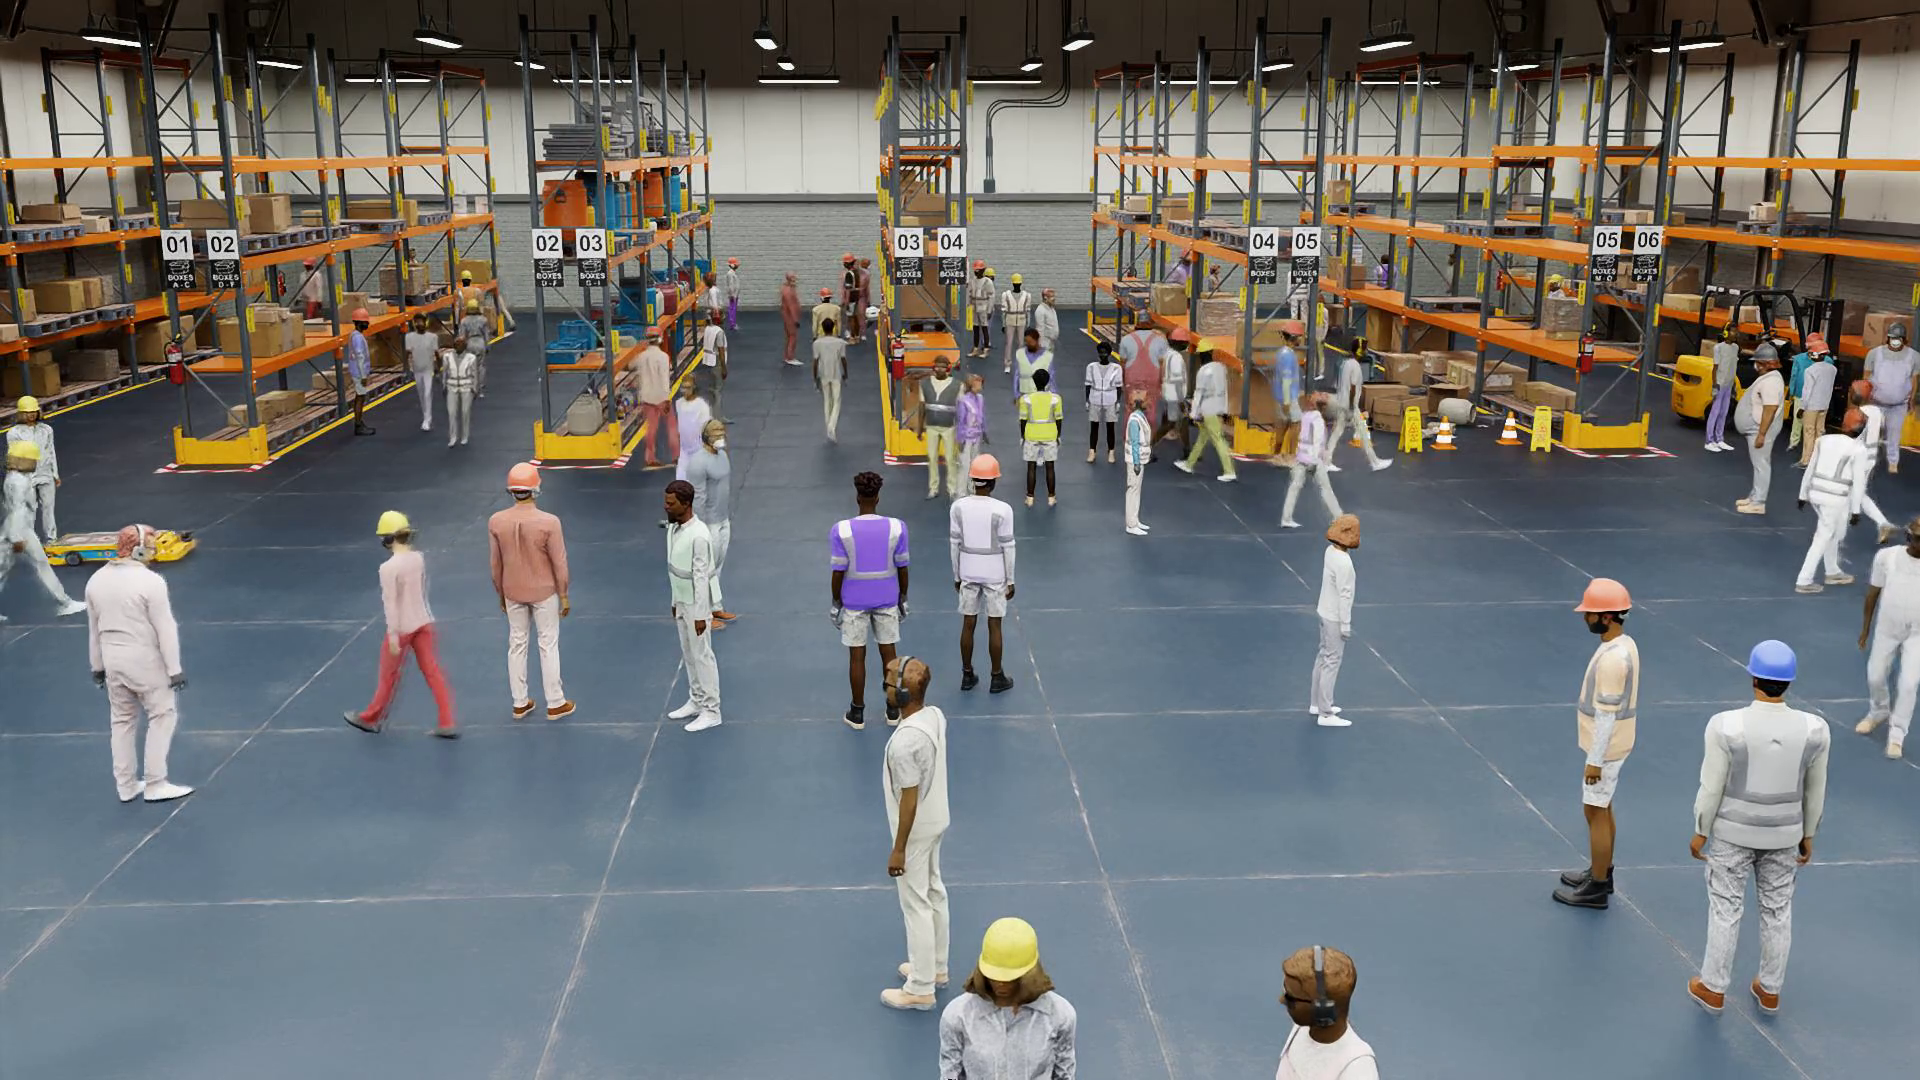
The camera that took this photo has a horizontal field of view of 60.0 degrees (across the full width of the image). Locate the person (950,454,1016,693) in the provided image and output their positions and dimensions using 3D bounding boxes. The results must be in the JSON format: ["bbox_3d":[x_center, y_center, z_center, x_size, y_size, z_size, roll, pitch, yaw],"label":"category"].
[{"bbox_3d":[0.193,0.272,13.337,0.545,1.938,0.359,5,14,20],"label":"person"}]

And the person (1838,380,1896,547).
[{"bbox_3d":[9.804,-0.808,18.061,0.596,1.867,0.669,-8,16,-31],"label":"person"}]

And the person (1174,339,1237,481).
[{"bbox_3d":[3.265,-1.714,21.918,1.032,1.860,0.601,10,17,37],"label":"person"}]

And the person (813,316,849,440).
[{"bbox_3d":[-1.945,-2.426,24.964,0.525,1.849,0.724,2,13,7],"label":"person"}]

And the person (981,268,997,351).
[{"bbox_3d":[0.623,-4.993,36.003,0.301,1.772,0.524,5,14,19],"label":"person"}]

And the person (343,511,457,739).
[{"bbox_3d":[-4.146,0.633,12.280,0.906,1.717,0.546,4,14,18],"label":"person"}]

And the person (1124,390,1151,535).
[{"bbox_3d":[2.014,-0.888,18.879,0.307,1.645,0.513,3,14,11],"label":"person"}]

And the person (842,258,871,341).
[{"bbox_3d":[-2.360,-5.523,38.059,0.672,1.865,0.860,-1,13,-2],"label":"person"}]

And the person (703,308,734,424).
[{"bbox_3d":[-3.864,-2.753,26.345,0.374,1.843,0.573,-8,16,-31],"label":"person"}]

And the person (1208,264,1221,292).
[{"bbox_3d":[5.935,-5.618,38.918,0.308,1.645,0.516,6,15,24],"label":"person"}]

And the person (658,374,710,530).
[{"bbox_3d":[-3.089,-0.989,18.978,0.531,1.793,0.957,7,15,28],"label":"person"}]

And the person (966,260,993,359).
[{"bbox_3d":[0.405,-4.790,34.552,0.606,2.045,0.389,12,18,40],"label":"person"}]

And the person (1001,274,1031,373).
[{"bbox_3d":[1.092,-4.212,32.350,0.584,1.928,0.372,-2,13,-6],"label":"person"}]

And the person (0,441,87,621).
[{"bbox_3d":[-8.668,-0.075,15.359,0.935,1.676,0.536,-11,17,-38],"label":"person"}]

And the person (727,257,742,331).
[{"bbox_3d":[-5.408,-5.899,39.866,0.333,1.752,0.572,0,13,1],"label":"person"}]

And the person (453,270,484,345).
[{"bbox_3d":[-9.786,-4.397,33.138,0.593,1.925,0.384,-9,16,-33],"label":"person"}]

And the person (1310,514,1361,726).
[{"bbox_3d":[2.864,0.598,12.630,0.288,1.626,0.498,0,13,-1],"label":"person"}]

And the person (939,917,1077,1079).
[{"bbox_3d":[0.170,2.132,5.878,0.489,1.741,0.322,-1,13,-4],"label":"person"}]

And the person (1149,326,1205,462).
[{"bbox_3d":[2.948,-2.013,23.081,0.891,1.908,0.547,1,13,6],"label":"person"}]

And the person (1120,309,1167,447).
[{"bbox_3d":[2.666,-2.361,24.268,0.683,2.000,0.535,1,13,4],"label":"person"}]

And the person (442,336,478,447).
[{"bbox_3d":[-7.323,-2.163,24.334,0.530,1.606,0.738,-2,13,-9],"label":"person"}]

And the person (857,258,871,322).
[{"bbox_3d":[-2.470,-6.295,41.890,0.374,1.596,0.662,-9,16,-32],"label":"person"}]

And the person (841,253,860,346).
[{"bbox_3d":[-2.429,-5.319,36.824,0.398,2.040,0.611,4,14,15],"label":"person"}]

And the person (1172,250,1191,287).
[{"bbox_3d":[5.276,-5.729,38.654,0.626,1.982,1.046,-3,14,-12],"label":"person"}]

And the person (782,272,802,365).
[{"bbox_3d":[-3.393,-4.469,33.575,0.403,1.866,0.704,-1,13,-2],"label":"person"}]

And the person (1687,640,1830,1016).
[{"bbox_3d":[3.982,1.447,8.334,0.614,1.946,0.390,1,13,4],"label":"person"}]

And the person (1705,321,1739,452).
[{"bbox_3d":[11.044,-2.217,24.017,0.513,1.876,0.328,-8,15,-30],"label":"person"}]

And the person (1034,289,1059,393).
[{"bbox_3d":[1.534,-3.445,29.146,0.401,1.910,0.642,5,14,20],"label":"person"}]

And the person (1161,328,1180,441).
[{"bbox_3d":[3.154,-2.333,24.913,0.319,1.688,0.538,3,14,11],"label":"person"}]

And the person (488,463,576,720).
[{"bbox_3d":[-3.262,0.395,12.685,0.612,1.997,0.376,2,13,10],"label":"person"}]

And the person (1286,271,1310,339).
[{"bbox_3d":[7.731,-5.509,37.945,0.572,1.883,0.356,-1,13,-2],"label":"person"}]

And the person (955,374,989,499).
[{"bbox_3d":[0.133,-1.226,20.346,0.358,1.621,0.743,5,14,22],"label":"person"}]

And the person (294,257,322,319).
[{"bbox_3d":[-14.534,-5.376,37.234,0.689,1.953,0.698,9,16,34],"label":"person"}]
